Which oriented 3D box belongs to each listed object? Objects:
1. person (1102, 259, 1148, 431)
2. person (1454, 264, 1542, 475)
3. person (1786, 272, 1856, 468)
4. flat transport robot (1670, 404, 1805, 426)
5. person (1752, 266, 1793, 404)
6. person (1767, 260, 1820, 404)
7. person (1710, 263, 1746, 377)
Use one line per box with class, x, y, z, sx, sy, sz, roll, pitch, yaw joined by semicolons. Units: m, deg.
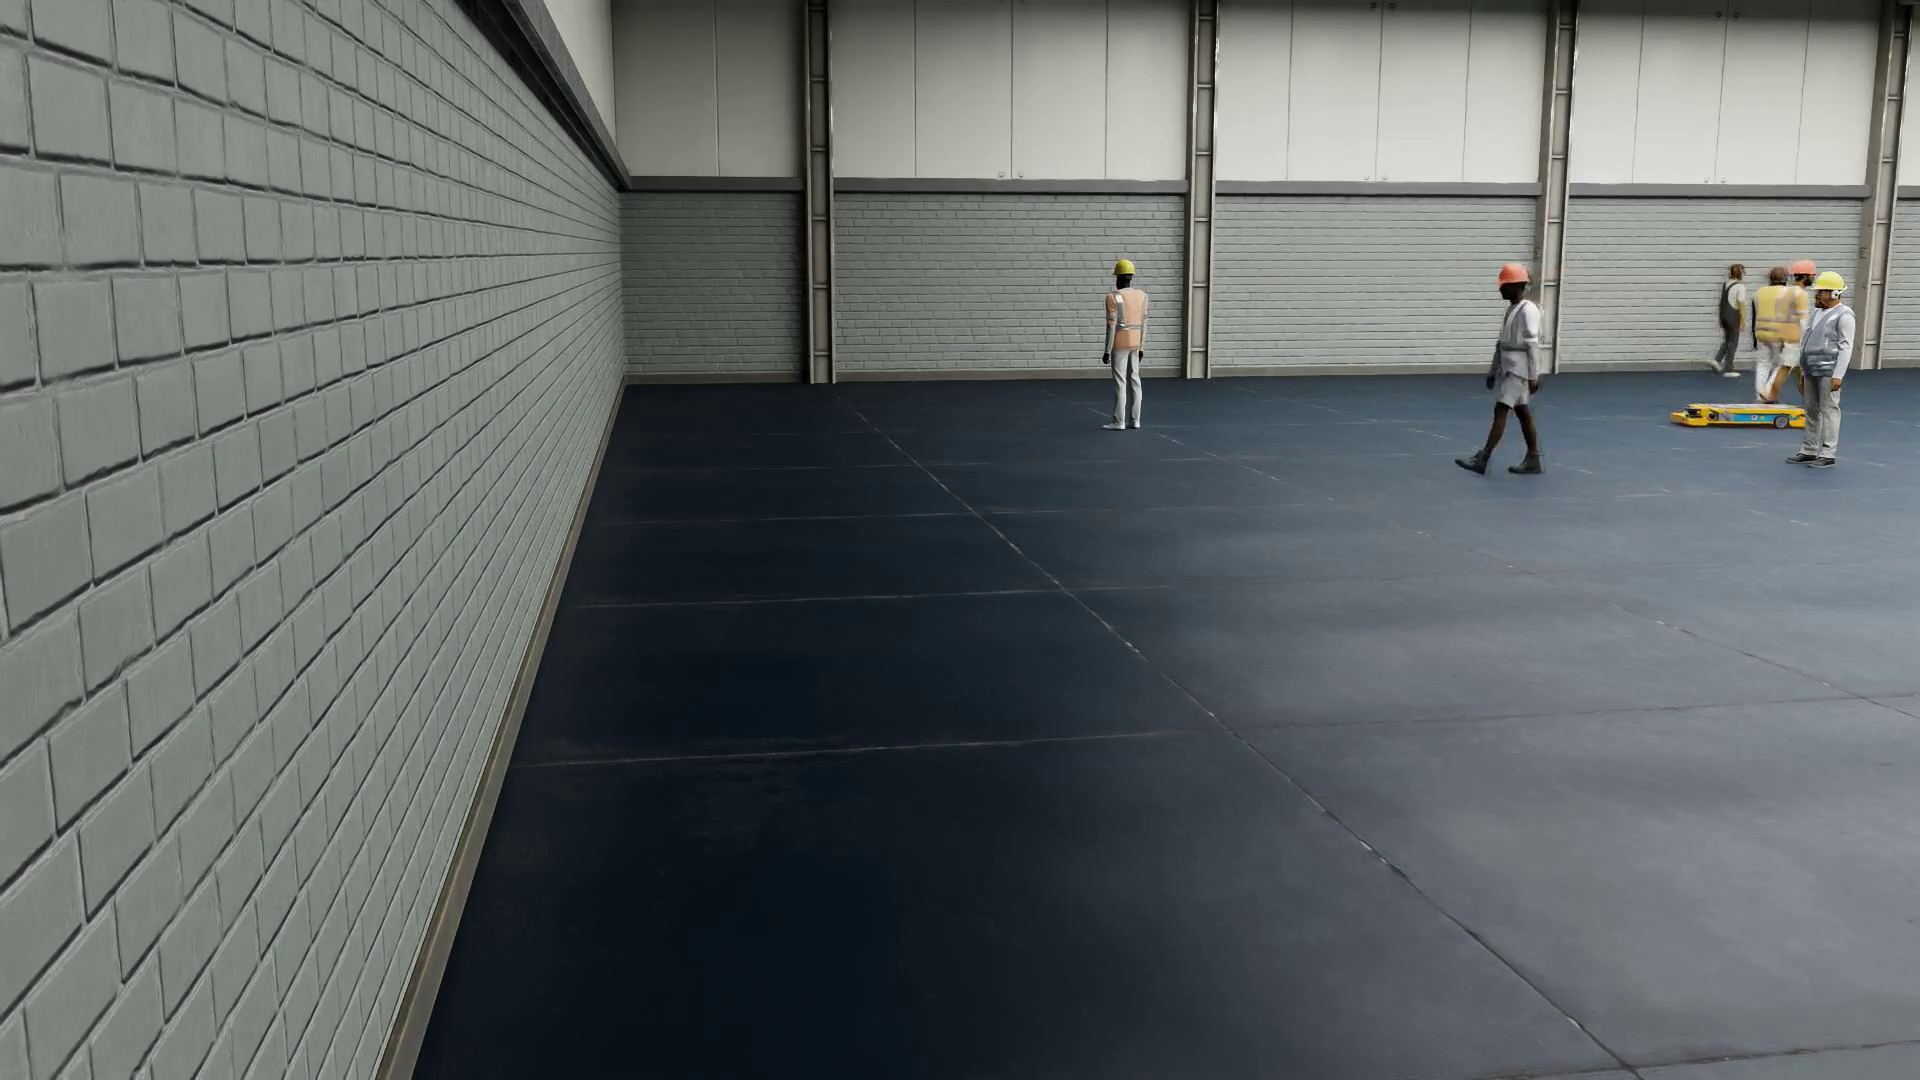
person;1.858;-2.200;18.837;0.587;1.928;0.363;-7;12;-36
person;4.901;-1.531;15.053;0.917;1.896;0.577;0;10;0
person;8.090;-1.589;15.609;0.404;1.833;0.601;-1;10;-6
flat transport robot;9.094;-1.456;19.316;1.431;0.197;0.652;1;10;5
person;10.525;-2.614;21.512;0.440;1.823;0.646;-5;11;-25
person;10.385;-2.459;20.387;0.909;1.900;0.570;2;10;12
person;12.415;-3.525;26.745;0.423;1.829;0.541;-3;10;-14
